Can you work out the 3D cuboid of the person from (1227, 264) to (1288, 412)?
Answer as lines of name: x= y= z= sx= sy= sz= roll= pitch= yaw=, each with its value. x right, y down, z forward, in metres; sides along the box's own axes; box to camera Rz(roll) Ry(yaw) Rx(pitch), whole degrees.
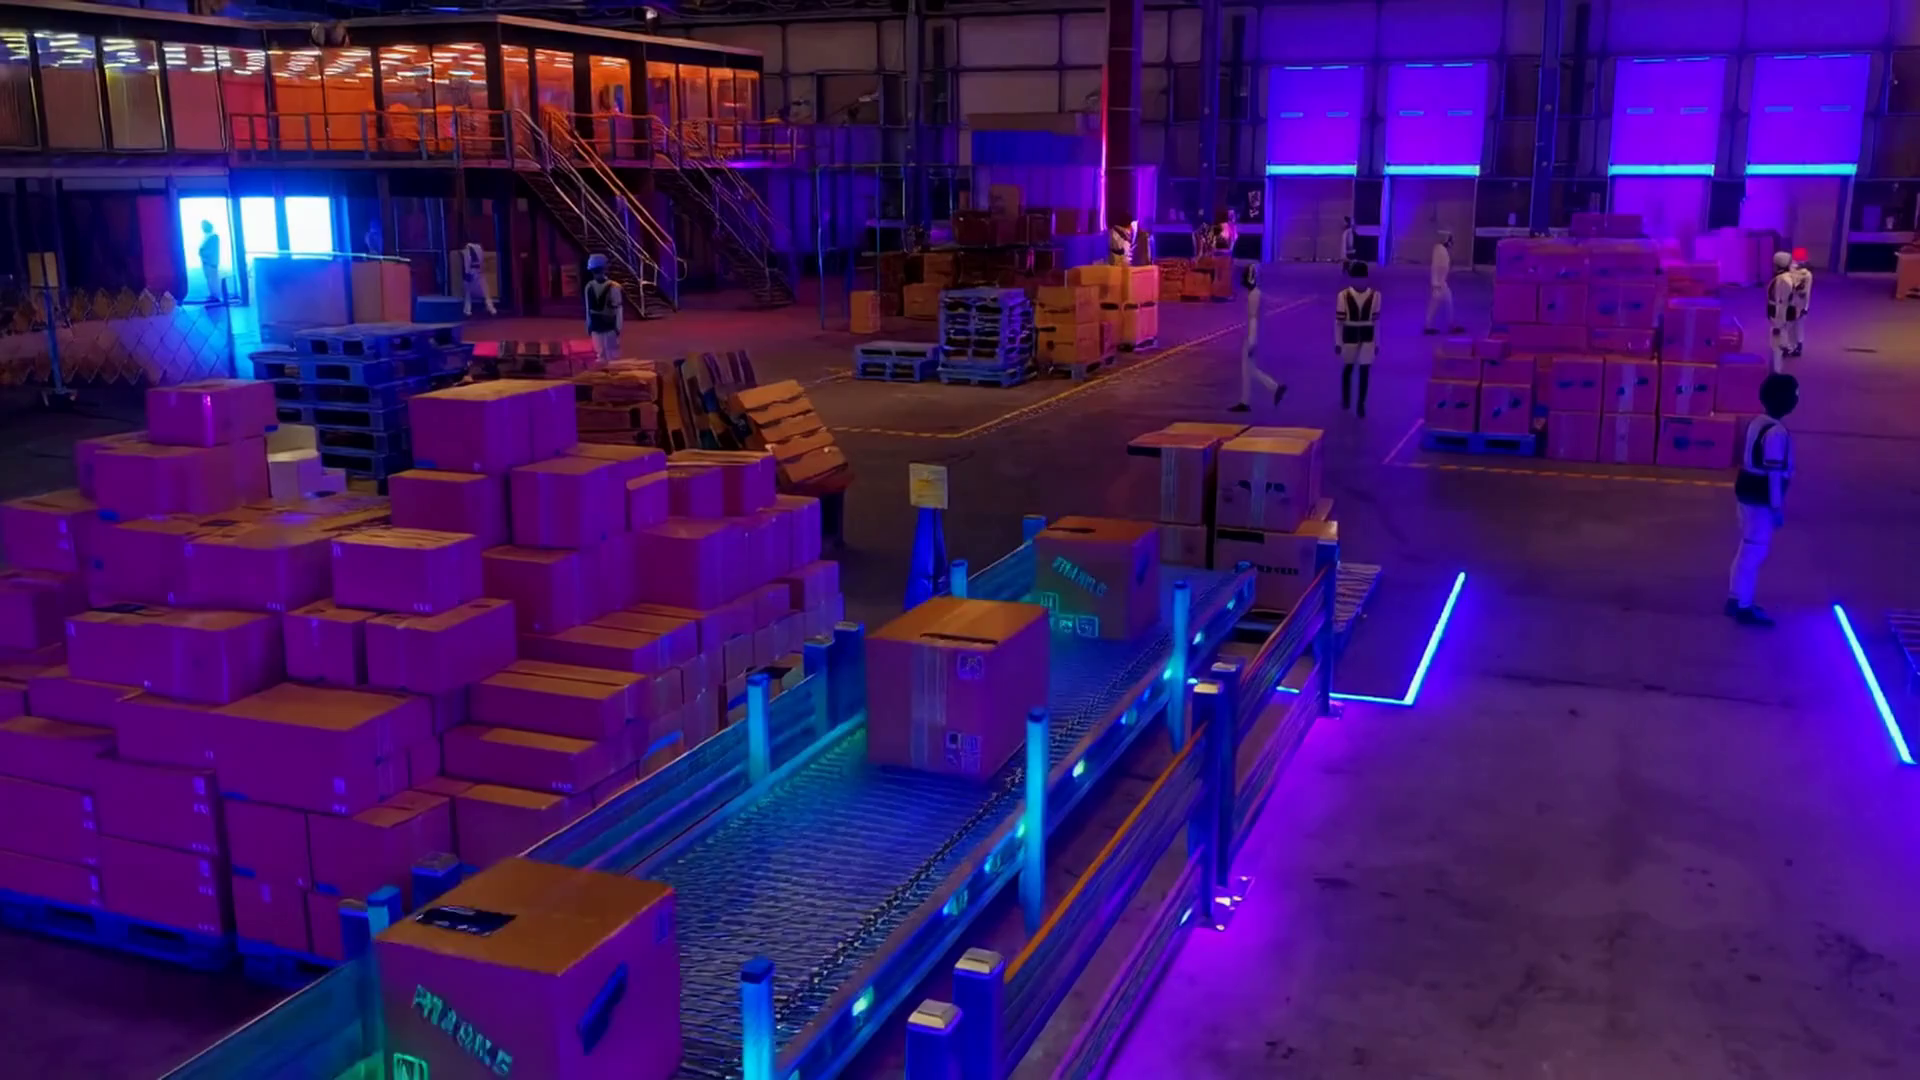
person: x=3.727 y=-2.503 z=20.744 sx=0.658 sy=1.857 sz=0.522 roll=3 pitch=13 yaw=14

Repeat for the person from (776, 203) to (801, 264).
person: x=-5.657 y=-9.890 z=53.687 sx=1.035 sy=1.946 sz=0.644 roll=0 pitch=13 yaw=0

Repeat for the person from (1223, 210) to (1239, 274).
person: x=7.881 y=-8.663 z=48.396 sx=0.429 sy=1.844 sz=0.624 roll=-1 pitch=13 yaw=-4

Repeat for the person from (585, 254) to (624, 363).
person: x=-4.705 y=-2.797 z=21.907 sx=0.550 sy=1.928 sz=0.416 roll=5 pitch=13 yaw=21

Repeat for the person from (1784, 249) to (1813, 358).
person: x=13.484 y=-3.813 z=26.859 sx=0.295 sy=1.743 sz=0.493 roll=-5 pitch=13 yaw=-21

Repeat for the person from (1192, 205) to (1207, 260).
person: x=7.347 y=-9.281 z=50.993 sx=0.405 sy=1.918 sz=0.590 roll=-11 pitch=17 yaw=-40

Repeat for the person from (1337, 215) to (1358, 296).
person: x=9.202 y=-6.721 z=39.440 sx=0.384 sy=1.949 sz=0.605 roll=7 pitch=14 yaw=30

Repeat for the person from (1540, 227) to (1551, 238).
person: x=12.240 y=-5.675 z=35.056 sx=0.631 sy=1.819 sz=0.804 roll=-5 pitch=13 yaw=-21

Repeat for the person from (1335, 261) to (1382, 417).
person: x=4.936 y=-2.515 z=20.683 sx=0.550 sy=1.916 sz=0.805 roll=2 pitch=13 yaw=10

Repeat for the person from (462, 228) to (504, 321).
person: x=-9.600 y=-5.285 z=33.230 sx=0.961 sy=1.839 sz=0.609 roll=6 pitch=14 yaw=26

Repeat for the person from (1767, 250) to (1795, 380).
person: x=11.251 y=-3.010 z=22.865 sx=0.392 sy=1.920 sz=0.592 roll=4 pitch=13 yaw=18

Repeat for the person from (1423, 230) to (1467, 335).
person: x=8.965 y=-4.710 z=30.517 sx=0.891 sy=1.905 sz=0.644 roll=4 pitch=13 yaw=18

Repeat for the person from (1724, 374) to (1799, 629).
person: x=5.342 y=-0.264 z=11.072 sx=0.320 sy=1.691 sz=0.536 roll=3 pitch=13 yaw=13
